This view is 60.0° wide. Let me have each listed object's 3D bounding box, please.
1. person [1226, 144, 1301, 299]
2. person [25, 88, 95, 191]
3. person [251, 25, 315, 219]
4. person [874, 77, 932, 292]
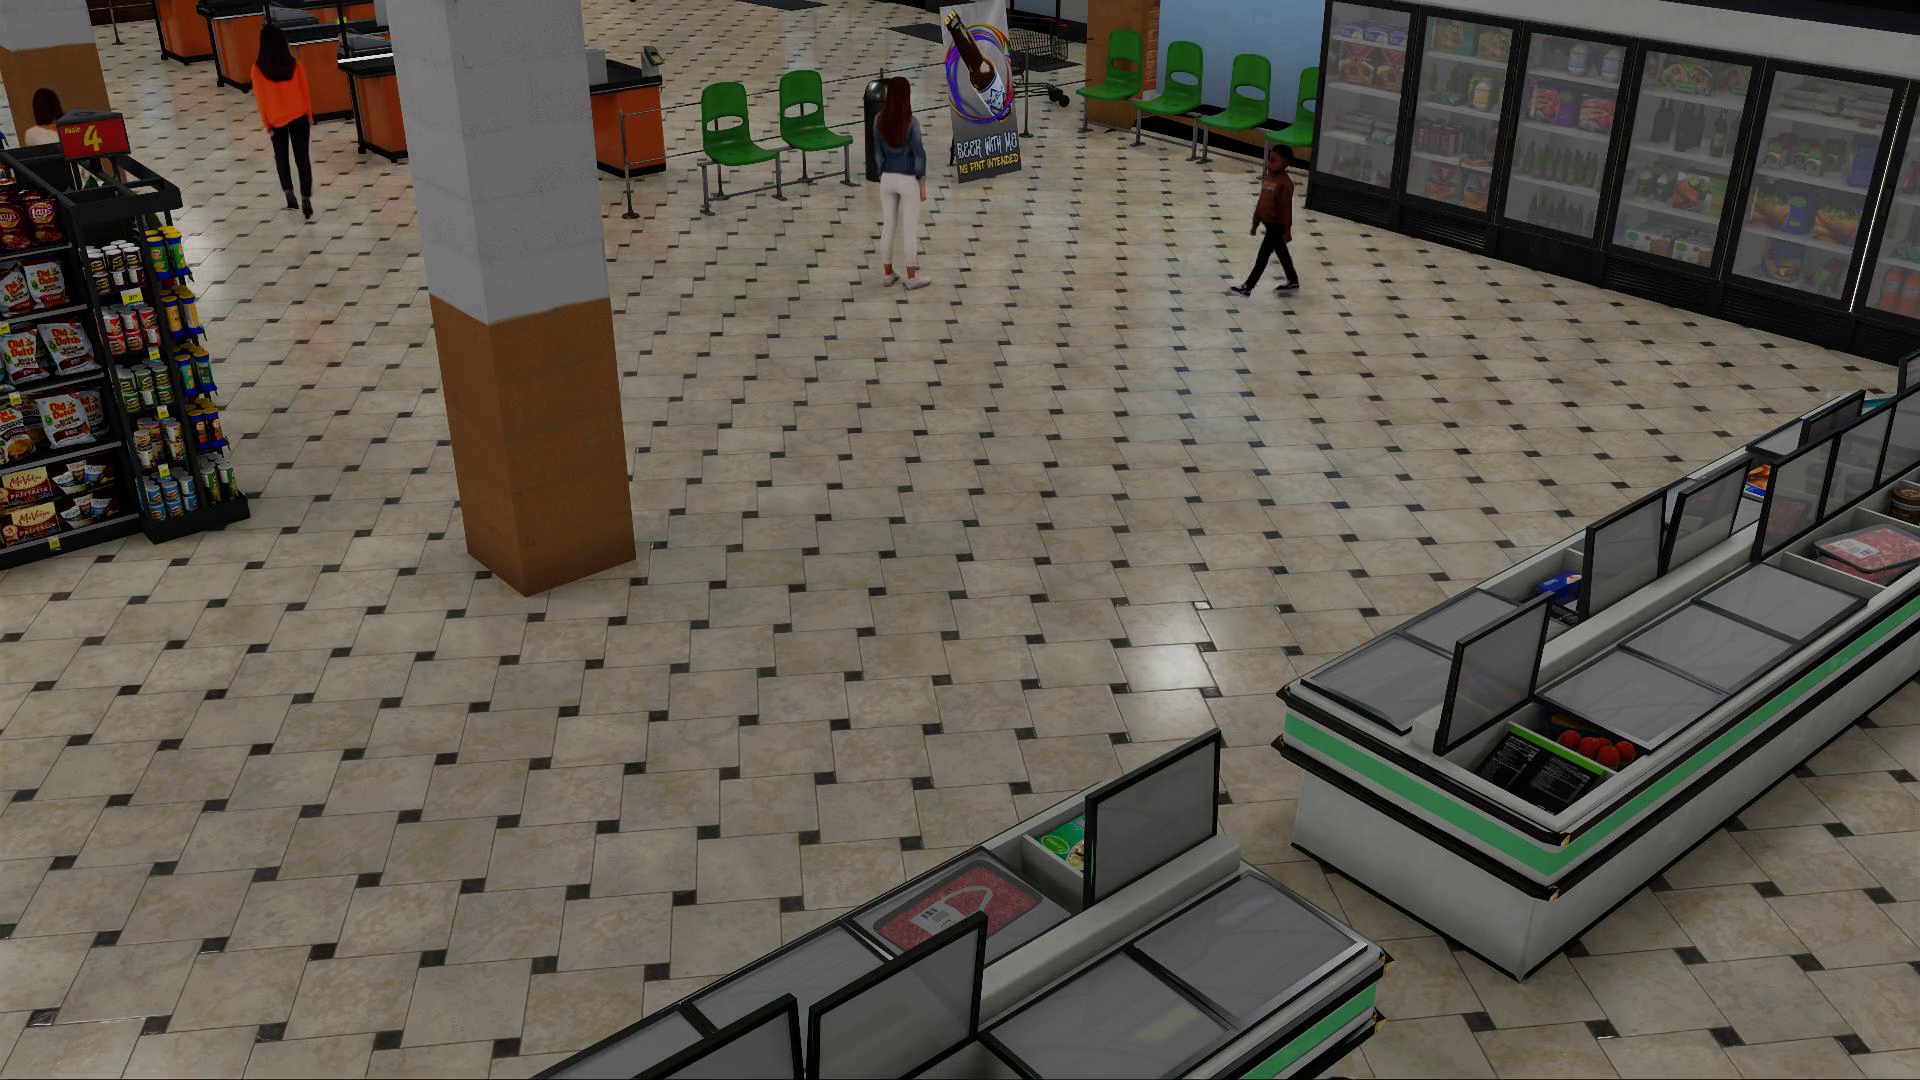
[{"bbox_3d":[2.574,-2.525,13.287,0.964,1.216,0.733,-9,28,-17],"label":"person"},{"bbox_3d":[-7.036,-2.687,13.112,0.837,1.664,0.715,-23,35,-38],"label":"person"},{"bbox_3d":[-6.155,-3.812,15.251,0.731,1.736,0.794,-9,28,-17],"label":"person"},{"bbox_3d":[-0.489,-2.876,13.442,0.678,1.703,0.650,14,30,25],"label":"person"}]
